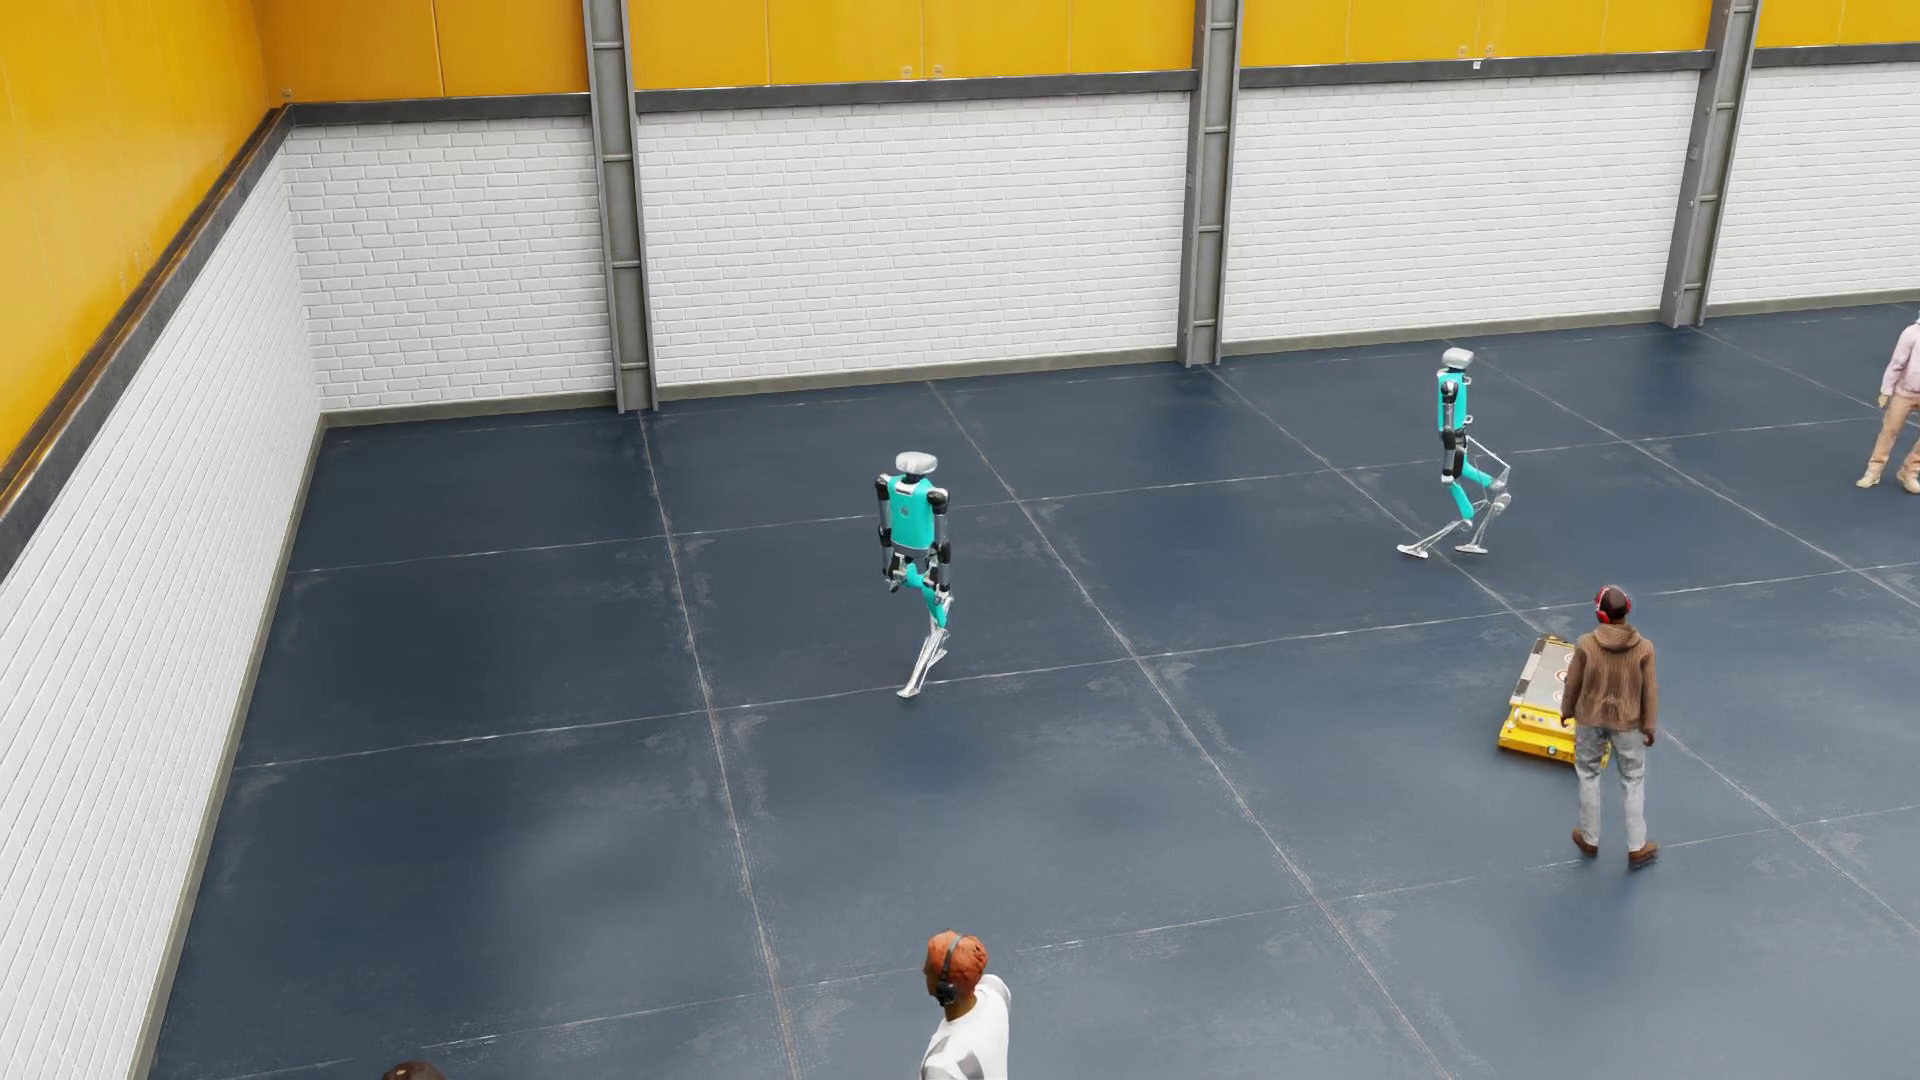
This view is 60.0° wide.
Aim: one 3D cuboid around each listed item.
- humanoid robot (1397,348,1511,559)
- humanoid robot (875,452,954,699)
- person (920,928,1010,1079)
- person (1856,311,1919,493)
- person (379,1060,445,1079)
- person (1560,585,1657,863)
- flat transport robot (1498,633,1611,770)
[{"bbox_3d":[3.966,-0.608,12.930,0.922,1.763,0.537,9,25,19],"label":"humanoid robot"},{"bbox_3d":[-0.207,0.180,11.124,0.542,1.751,0.956,14,27,28],"label":"humanoid robot"},{"bbox_3d":[0.007,2.264,6.220,0.357,1.881,0.573,9,25,19],"label":"person"},{"bbox_3d":[8.255,-1.253,14.348,0.647,1.763,0.443,4,24,9],"label":"person"},{"bbox_3d":[-1.767,2.524,5.767,0.364,1.767,0.479,-11,26,-23],"label":"person"},{"bbox_3d":[3.667,1.035,9.328,0.594,1.610,0.328,9,25,20],"label":"person"},{"bbox_3d":[4.036,1.044,10.990,0.659,0.231,1.431,12,26,25],"label":"flat transport robot"}]
